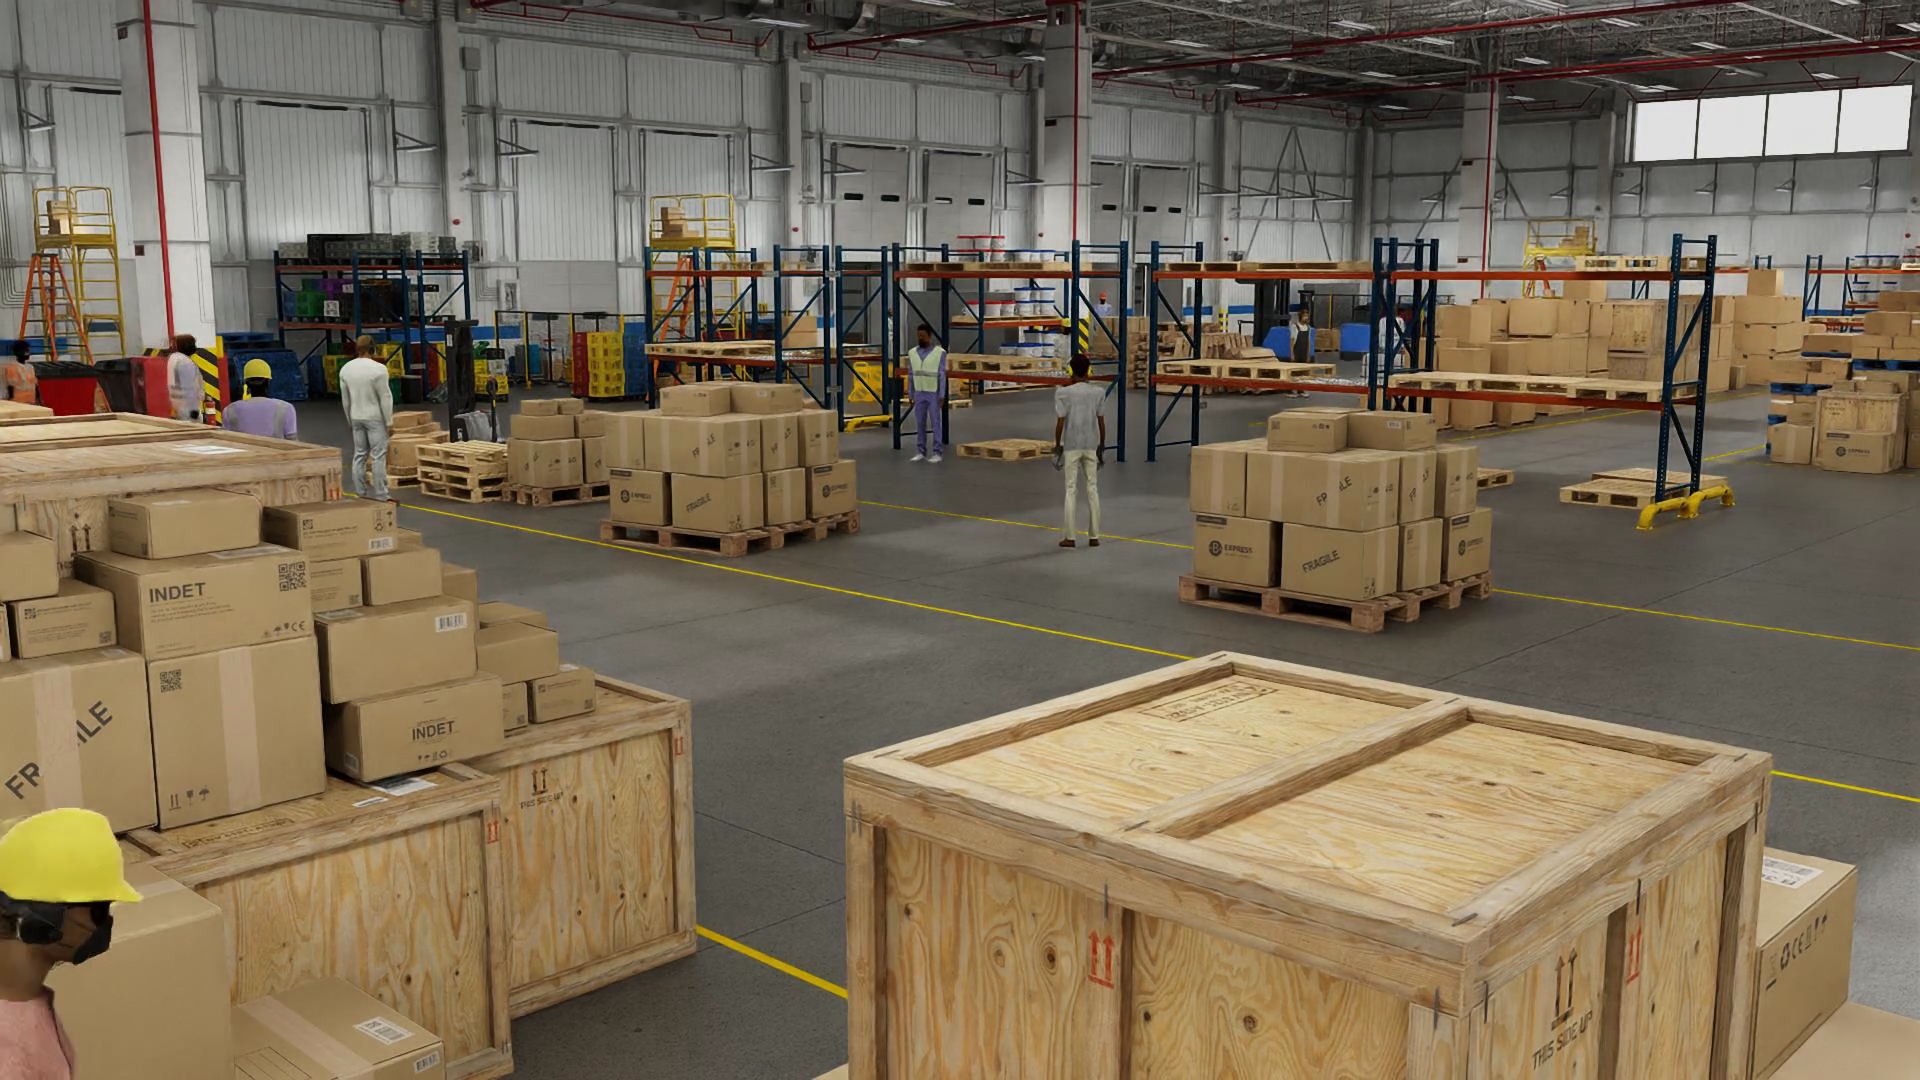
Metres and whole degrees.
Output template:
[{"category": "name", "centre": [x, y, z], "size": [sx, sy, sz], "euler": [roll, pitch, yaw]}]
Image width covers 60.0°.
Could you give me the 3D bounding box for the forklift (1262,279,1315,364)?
[{"category": "forklift", "centre": [8.555, -6.090, 44.881], "size": [1.873, 2.768, 1.129], "euler": [9, 13, 43]}]

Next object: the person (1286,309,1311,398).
[{"category": "person", "centre": [6.993, -3.816, 34.177], "size": [0.519, 1.833, 0.370], "euler": [-5, 10, -28]}]

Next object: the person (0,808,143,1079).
[{"category": "person", "centre": [-1.825, 1.336, 3.078], "size": [1.069, 1.666, 0.536], "euler": [-4, 10, -25]}]

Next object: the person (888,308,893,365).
[{"category": "person", "centre": [-1.896, -5.314, 43.949], "size": [0.314, 1.634, 0.515], "euler": [2, 9, 12]}]

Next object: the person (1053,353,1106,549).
[{"category": "person", "centre": [1.138, -0.839, 15.799], "size": [0.508, 1.865, 0.329], "euler": [-1, 9, -9]}]

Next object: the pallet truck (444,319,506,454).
[{"category": "pallet truck", "centre": [-6.981, -1.942, 22.150], "size": [1.885, 1.965, 0.823], "euler": [1, 9, 9]}]

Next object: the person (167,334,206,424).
[{"category": "person", "centre": [-10.057, -1.759, 21.562], "size": [0.538, 1.823, 0.642], "euler": [-8, 12, -42]}]

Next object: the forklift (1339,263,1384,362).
[{"category": "forklift", "centre": [11.807, -6.480, 47.272], "size": [1.873, 2.768, 1.129], "euler": [3, 10, 16]}]

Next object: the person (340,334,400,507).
[{"category": "person", "centre": [-6.552, -1.311, 18.462], "size": [0.631, 1.940, 0.372], "euler": [3, 10, 18]}]

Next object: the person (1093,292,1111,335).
[{"category": "person", "centre": [4.391, -6.673, 51.375], "size": [0.544, 1.930, 0.389], "euler": [1, 9, 6]}]

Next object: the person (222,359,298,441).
[{"category": "person", "centre": [-5.753, -0.531, 13.751], "size": [0.585, 1.918, 0.393], "euler": [-1, 9, -9]}]

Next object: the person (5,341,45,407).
[{"category": "person", "centre": [-12.687, -1.881, 22.739], "size": [0.709, 1.668, 0.558], "euler": [0, 9, -1]}]

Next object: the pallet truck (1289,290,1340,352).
[{"category": "pallet truck", "centre": [11.297, -6.951, 52.861], "size": [1.885, 1.965, 0.823], "euler": [-5, 11, -29]}]

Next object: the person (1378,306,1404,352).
[{"category": "person", "centre": [9.978, -4.533, 38.498], "size": [0.584, 1.856, 0.893], "euler": [3, 10, 16]}]

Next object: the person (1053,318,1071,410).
[{"category": "person", "centre": [2.005, -3.319, 31.405], "size": [0.486, 1.738, 0.320], "euler": [0, 9, 2]}]

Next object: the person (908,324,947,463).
[{"category": "person", "centre": [-0.448, -2.019, 22.913], "size": [0.584, 1.911, 0.391], "euler": [5, 10, 26]}]
